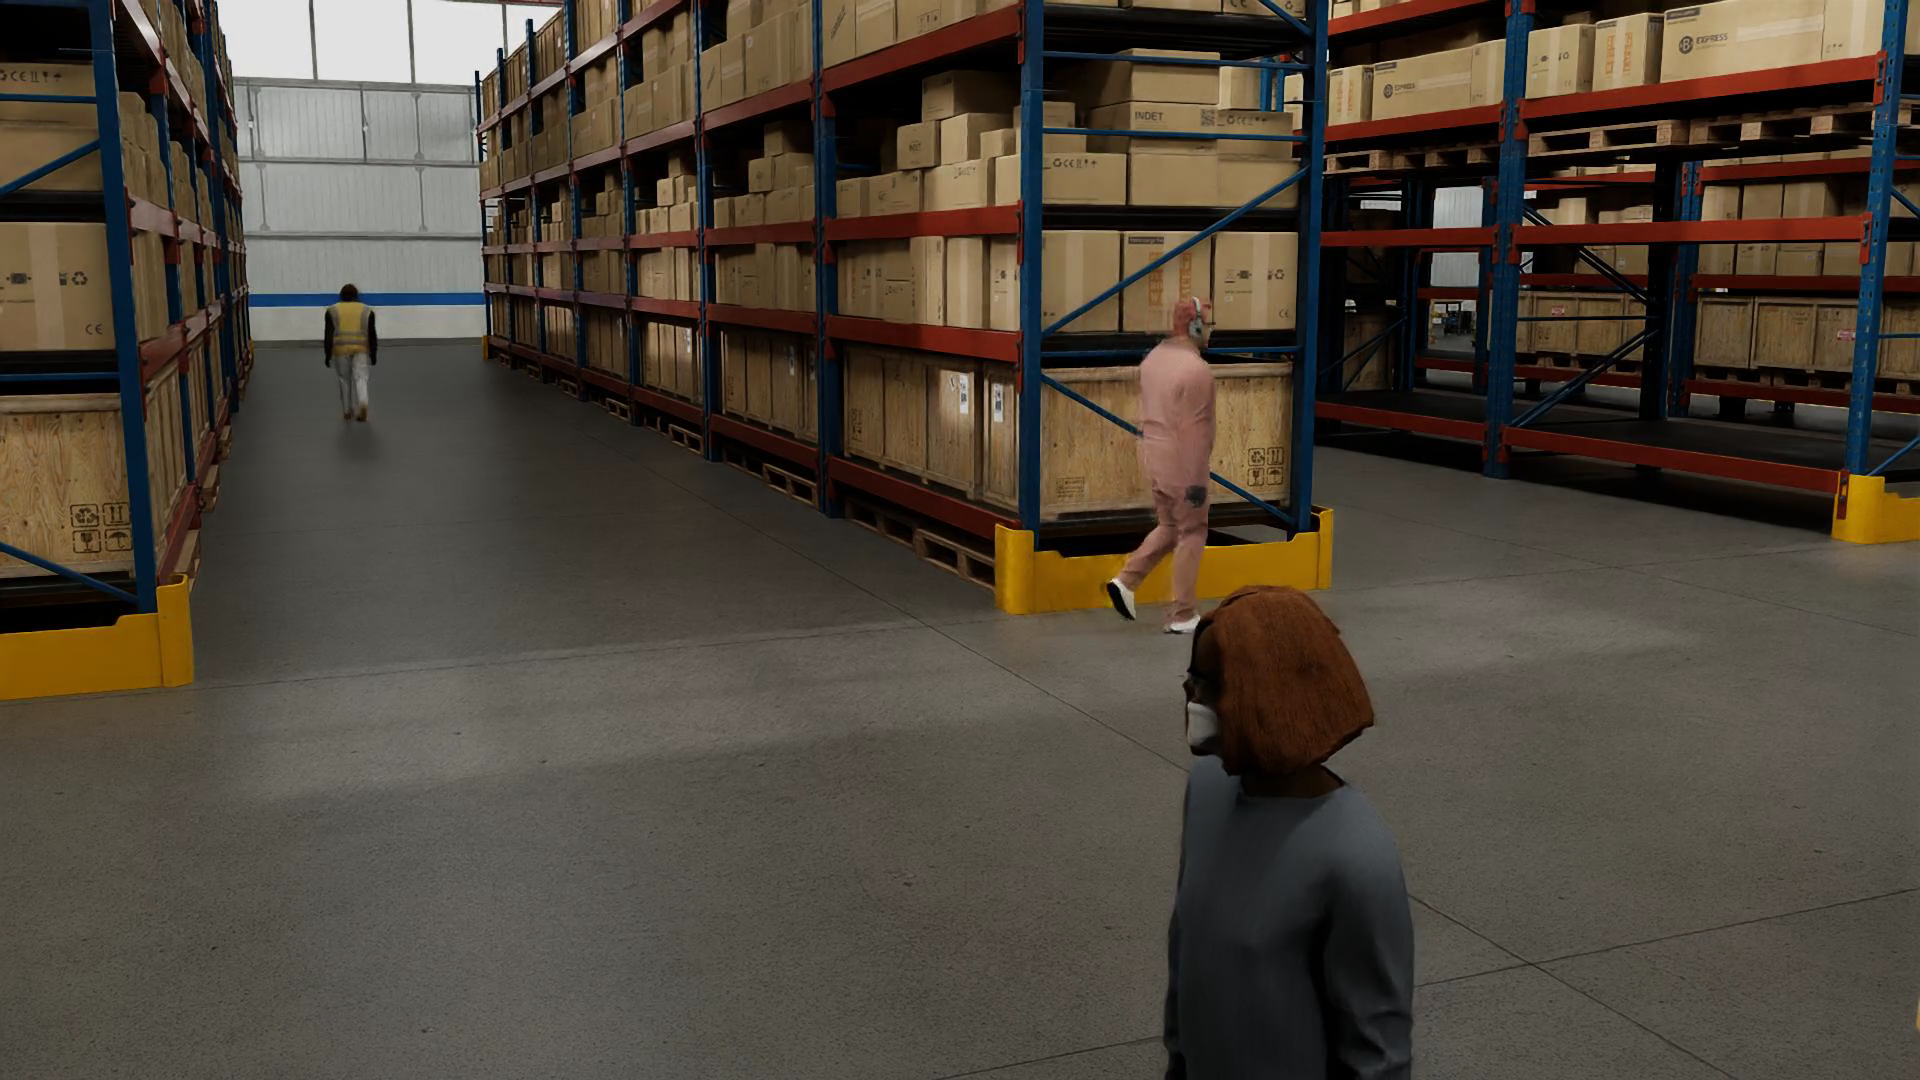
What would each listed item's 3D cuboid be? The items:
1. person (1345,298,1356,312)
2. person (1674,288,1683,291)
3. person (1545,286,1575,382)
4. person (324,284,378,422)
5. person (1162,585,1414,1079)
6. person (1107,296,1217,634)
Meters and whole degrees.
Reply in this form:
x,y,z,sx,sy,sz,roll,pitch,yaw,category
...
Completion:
x,y,z,sx,sy,sz,roll,pitch,yaw,category
6.484,-3.502,28.179,0.324,1.765,0.533,-4,10,-22,person
18.097,-5.741,41.746,0.590,1.700,0.883,6,11,31,person
10.627,-3.605,28.826,0.984,1.749,0.600,-1,10,-4,person
-7.983,-2.453,21.819,0.662,1.801,0.877,-3,10,-18,person
0.438,0.867,2.396,0.266,1.631,0.507,-4,10,-22,person
1.169,-0.402,9.232,0.539,1.888,0.647,-4,10,-22,person
